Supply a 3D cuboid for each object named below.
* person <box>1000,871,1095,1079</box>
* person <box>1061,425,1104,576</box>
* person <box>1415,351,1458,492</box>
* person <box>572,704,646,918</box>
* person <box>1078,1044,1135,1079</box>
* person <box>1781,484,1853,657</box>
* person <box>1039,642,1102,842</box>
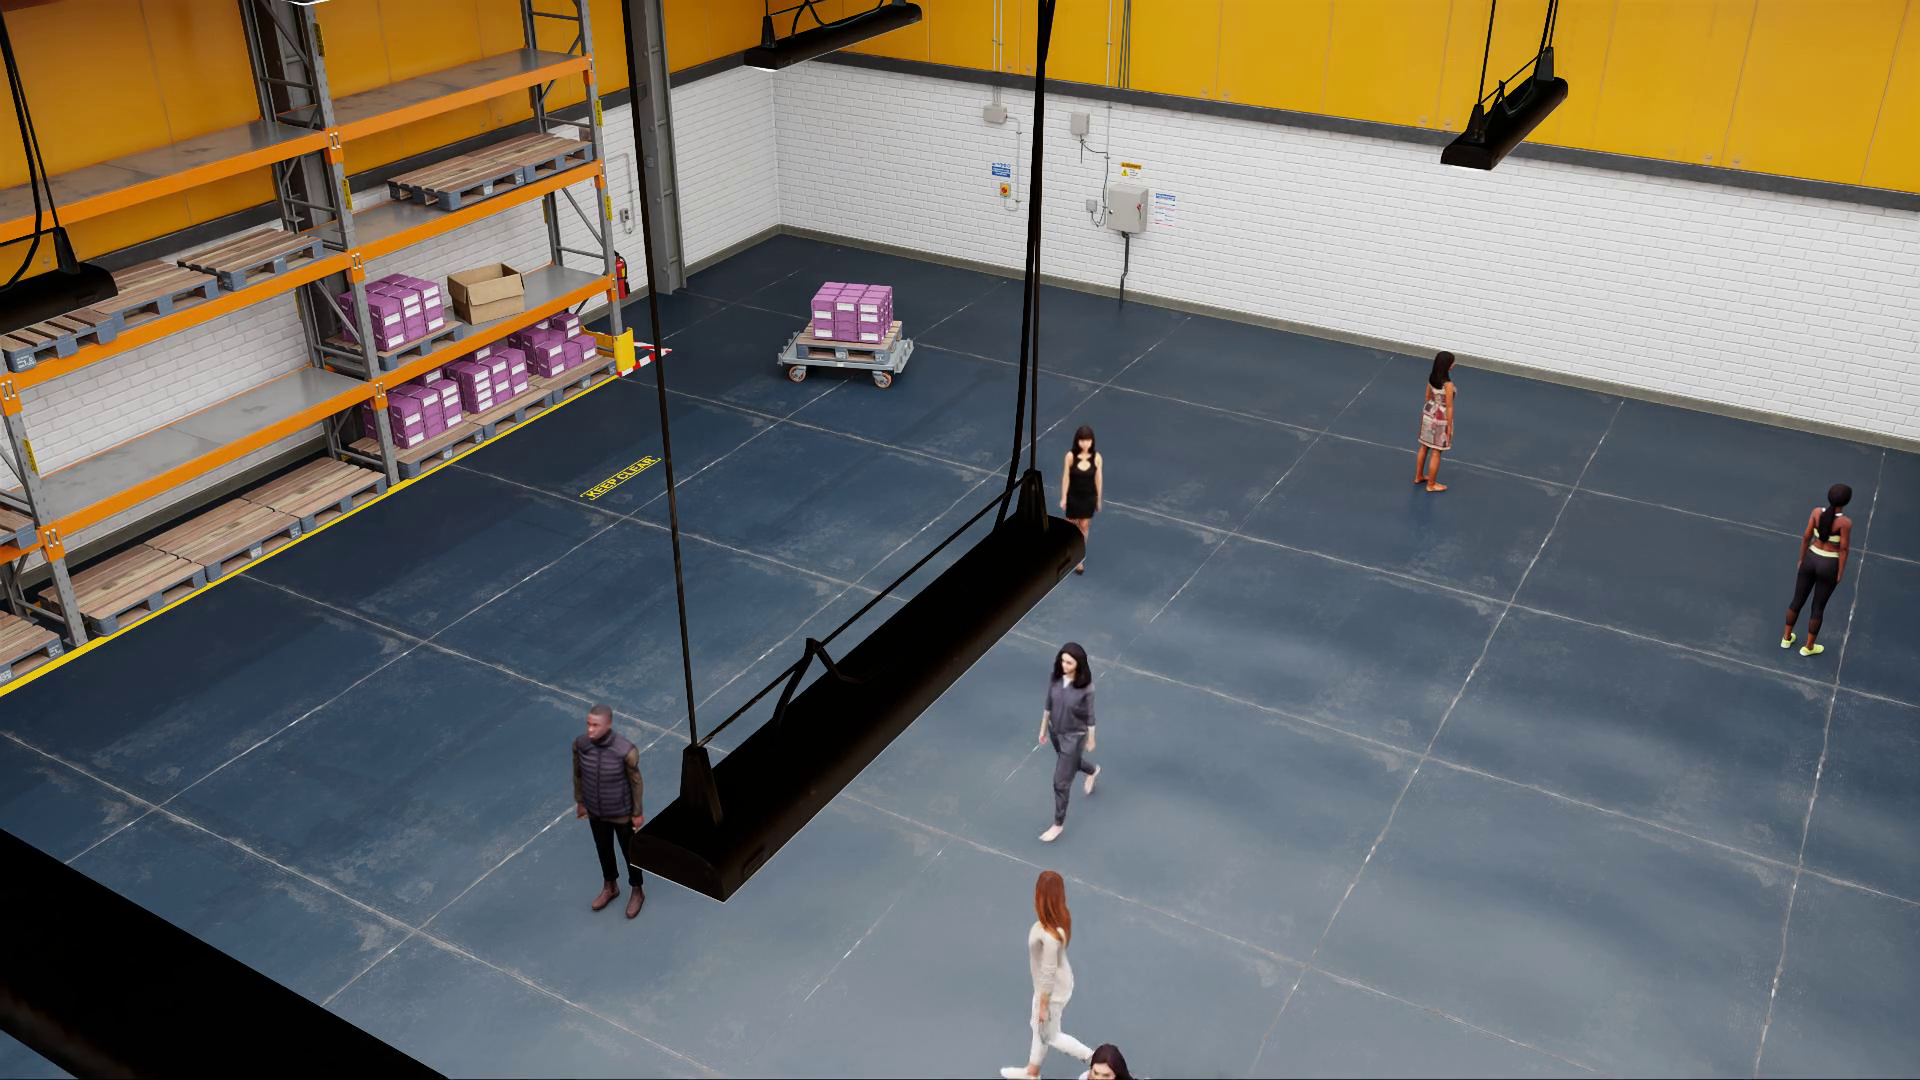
[{"bbox_3d":[0.680,2.928,10.833,0.896,1.676,1.011,3,29,6],"label":"person"},{"bbox_3d":[1.233,-0.449,17.060,0.722,1.642,0.784,0,29,0],"label":"person"},{"bbox_3d":[5.362,-1.354,18.716,0.747,1.645,0.721,-11,31,-19],"label":"person"},{"bbox_3d":[-2.591,1.995,12.378,0.750,1.835,0.647,8,30,15],"label":"person"},{"bbox_3d":[0.884,3.541,9.810,0.822,1.580,1.119,6,29,11],"label":"person"},{"bbox_3d":[8.073,0.268,15.628,0.623,1.755,0.629,-21,35,-33],"label":"person"},{"bbox_3d":[0.922,1.530,13.343,0.774,1.729,1.156,25,38,38],"label":"person"}]
